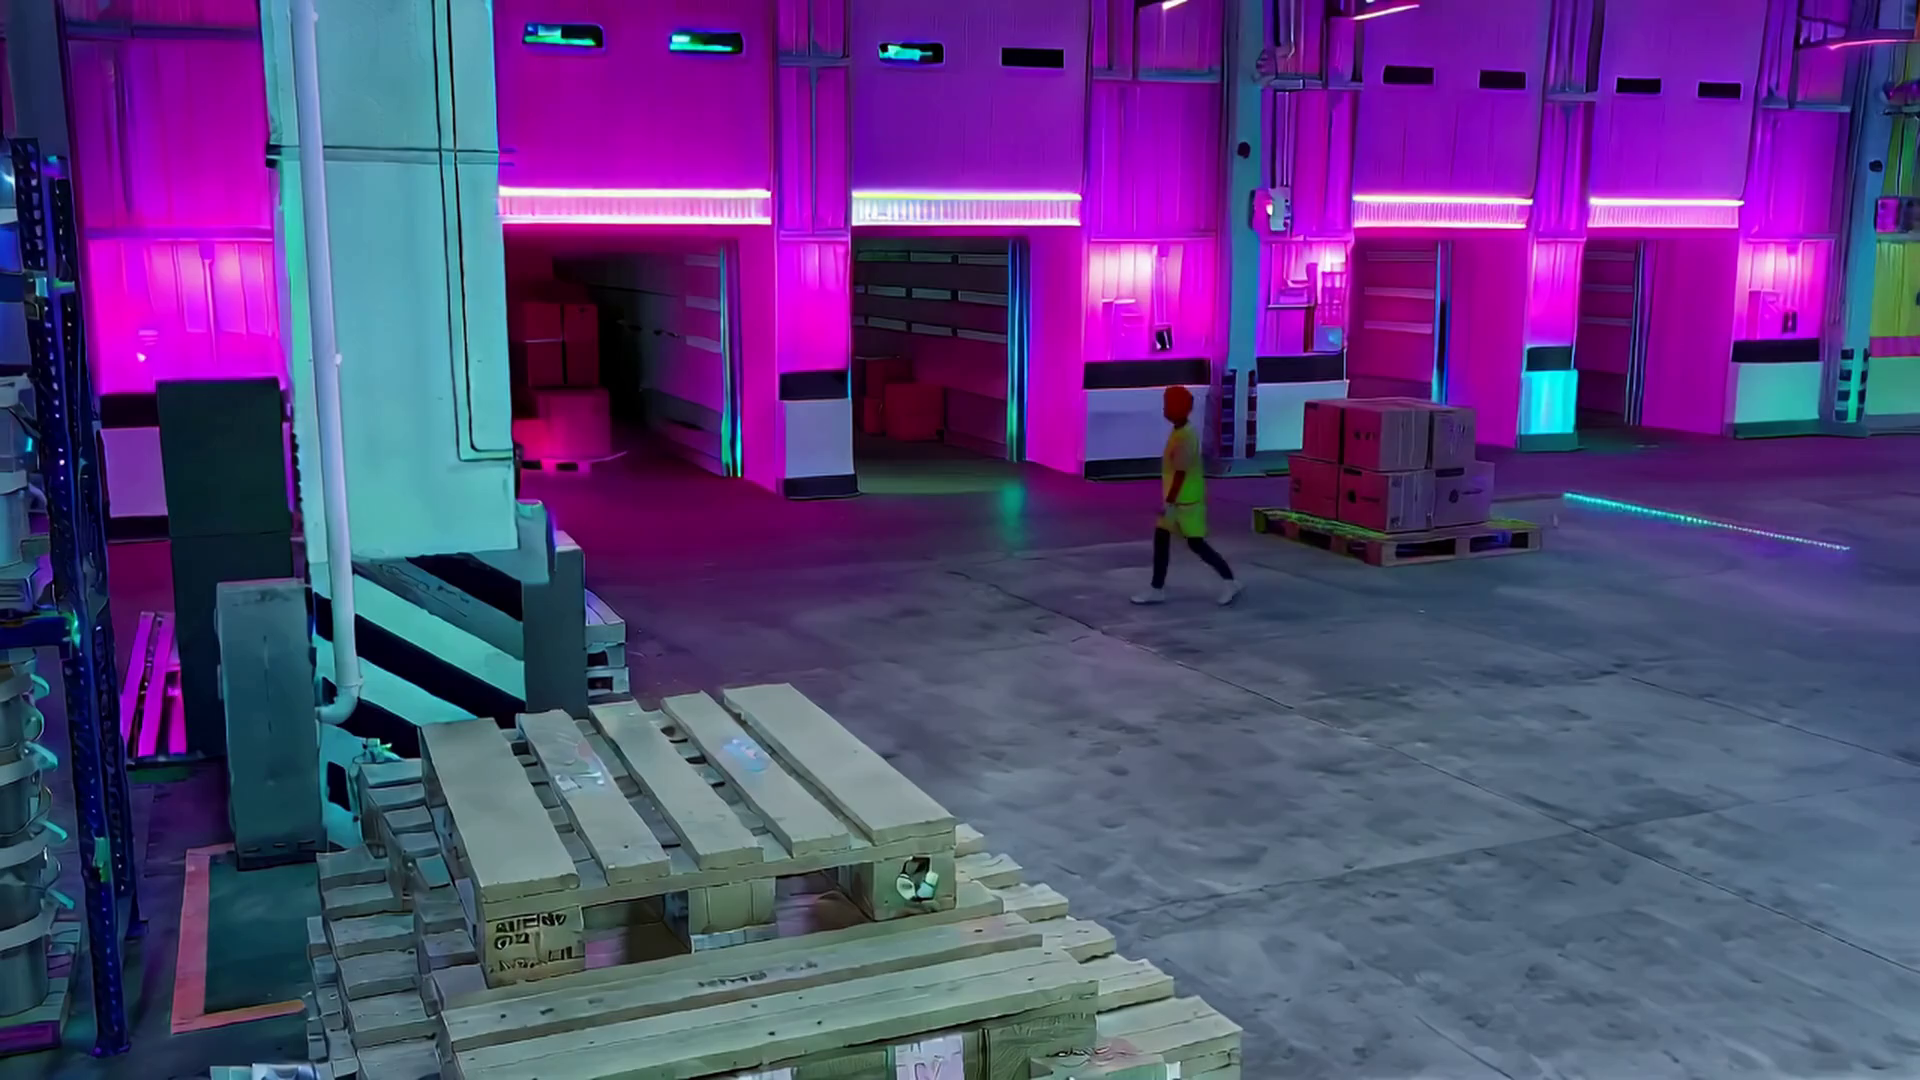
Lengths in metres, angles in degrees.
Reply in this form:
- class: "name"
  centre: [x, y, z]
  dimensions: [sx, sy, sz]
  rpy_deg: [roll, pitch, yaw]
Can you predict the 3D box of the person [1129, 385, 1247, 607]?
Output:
- class: "person"
  centre: [1.717, -0.316, 12.291]
  dimensions: [0.812, 1.661, 0.530]
  rpy_deg: [-1, 10, -5]
